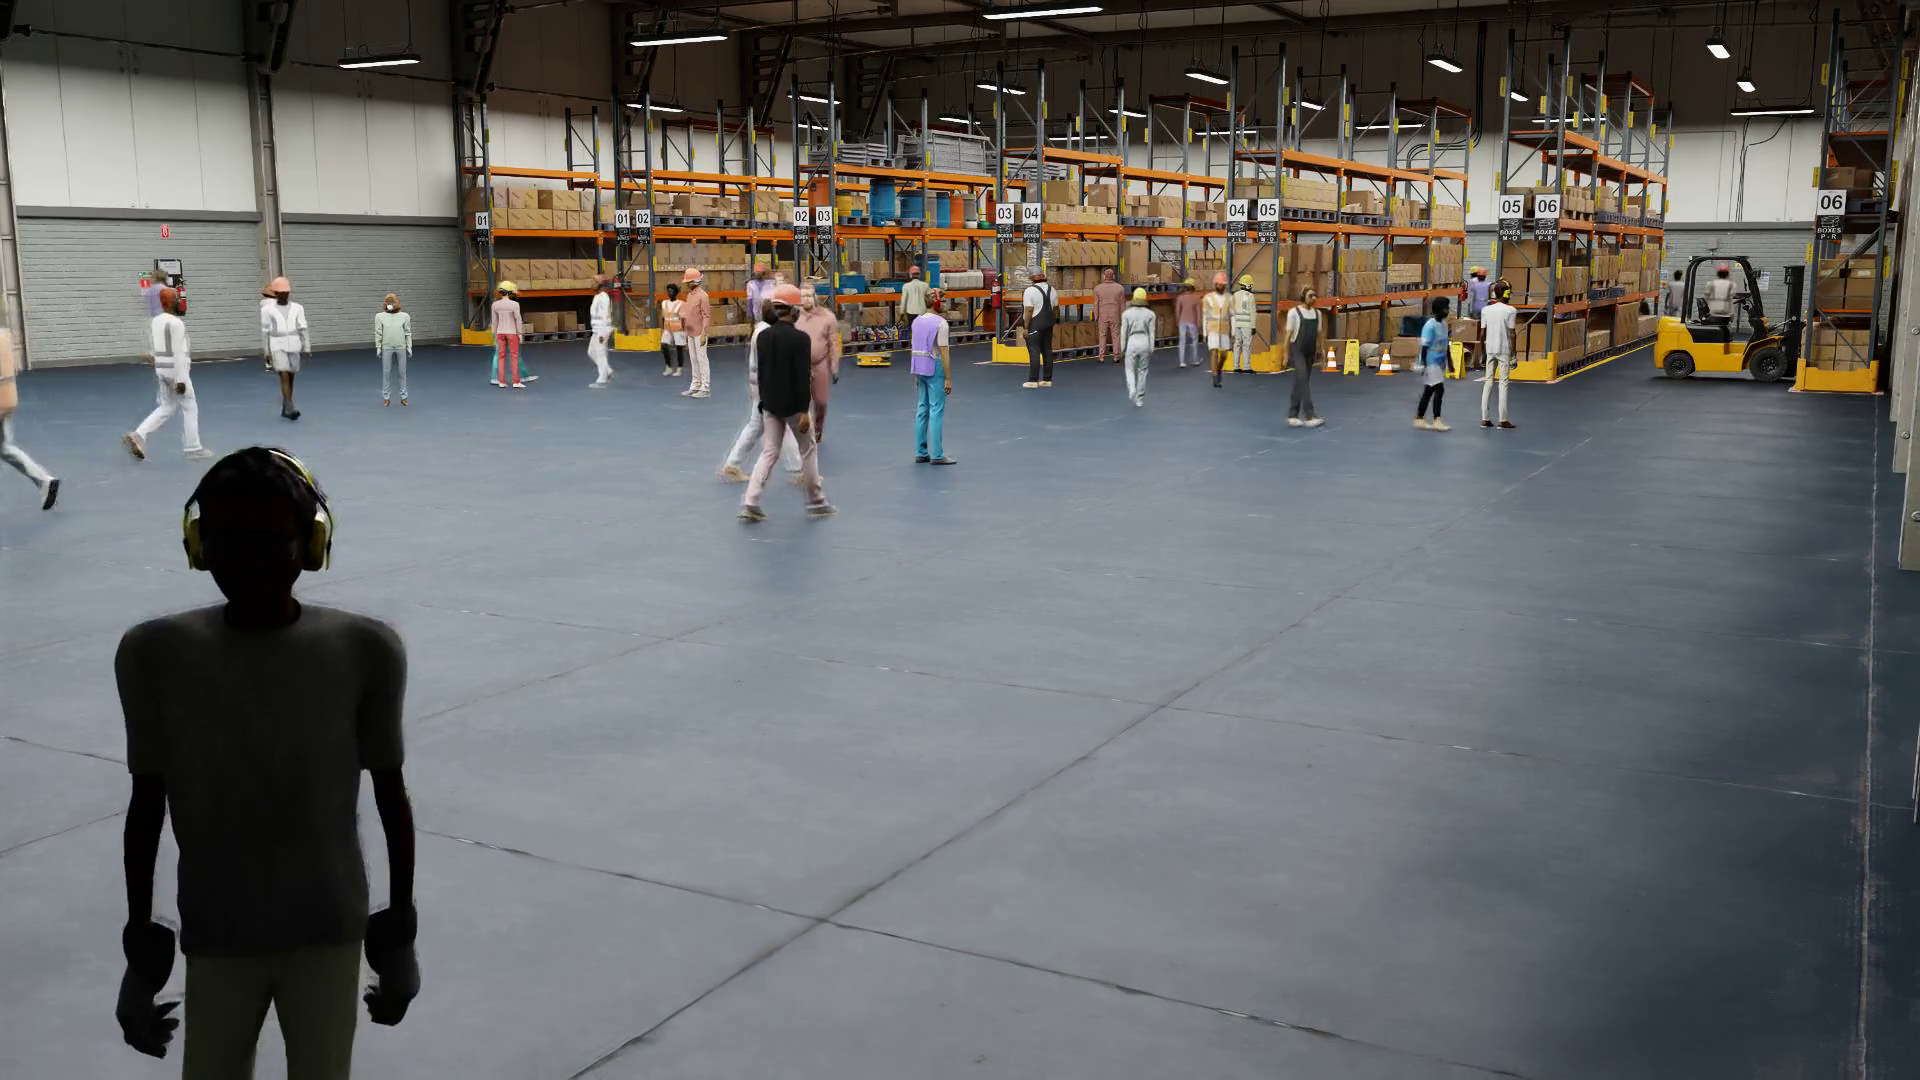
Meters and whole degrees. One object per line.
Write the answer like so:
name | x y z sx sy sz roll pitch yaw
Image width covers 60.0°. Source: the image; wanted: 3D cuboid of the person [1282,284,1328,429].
person | 4.431 -2.307 21.006 0.545 1.810 0.878 -6 11 -30

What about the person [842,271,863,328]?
person | -2.669 -5.752 41.199 0.612 1.809 0.675 5 11 27

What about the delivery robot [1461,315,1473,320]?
delivery robot | 13.872 -5.934 45.651 0.707 0.478 0.477 0 10 1

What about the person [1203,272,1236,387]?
person | 4.314 -3.518 27.796 0.550 1.919 0.643 -1 10 -3

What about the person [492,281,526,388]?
person | -7.455 -3.382 27.447 0.525 1.769 0.313 2 10 13

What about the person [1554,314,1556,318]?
person | 16.354 -6.451 45.894 0.530 1.590 0.851 -8 13 -41

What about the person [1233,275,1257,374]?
person | 5.258 -3.969 30.683 0.404 1.832 0.599 -6 12 -33

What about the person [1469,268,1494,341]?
person | 12.292 -5.458 39.222 0.561 1.910 0.918 3 10 17

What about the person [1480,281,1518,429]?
person | 6.828 -2.341 21.064 0.327 1.865 0.520 -9 13 -42

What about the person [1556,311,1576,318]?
person | 14.761 -5.678 40.469 0.636 1.911 0.406 3 10 18

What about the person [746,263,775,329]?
person | -4.136 -4.740 34.693 0.686 2.015 0.621 1 10 6

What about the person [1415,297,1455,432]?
person | 5.958 -2.175 20.625 0.676 1.667 0.553 7 12 34

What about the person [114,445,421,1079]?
person | -1.282 0.732 3.108 0.536 1.853 0.558 -2 10 -13

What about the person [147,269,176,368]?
person | -15.015 -4.130 31.365 0.632 1.924 0.499 9 13 42

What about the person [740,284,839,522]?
person | -1.429 -1.118 13.651 0.633 1.959 0.923 8 12 39

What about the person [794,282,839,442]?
person | -1.694 -1.955 18.736 0.652 1.885 0.770 -1 10 -5

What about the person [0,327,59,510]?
person | -8.035 -1.135 13.866 0.733 1.907 0.629 -1 10 -6

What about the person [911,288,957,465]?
person | -0.304 -1.703 17.380 0.372 1.843 0.570 -7 12 -37

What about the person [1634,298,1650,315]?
person | 17.941 -6.251 43.902 0.912 1.891 0.589 9 13 44

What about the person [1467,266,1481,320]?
person | 14.599 -6.793 47.075 0.667 1.884 0.653 -7 12 -37

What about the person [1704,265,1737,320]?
person | 16.554 -5.000 36.276 0.621 1.976 1.077 4 10 21

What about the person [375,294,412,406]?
person | -8.238 -2.765 24.220 0.503 1.631 0.283 -4 10 -22

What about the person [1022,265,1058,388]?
person | 1.266 -3.551 27.630 0.681 2.000 0.536 -8 13 -39

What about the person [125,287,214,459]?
person | -8.443 -1.754 17.676 0.577 1.858 0.826 7 12 35

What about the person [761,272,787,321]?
person | -3.135 -3.699 28.940 0.647 1.892 0.442 -3 10 -18

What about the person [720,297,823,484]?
person | -1.845 -1.418 15.875 0.957 1.802 0.633 -2 10 -10

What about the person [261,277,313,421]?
person | -8.965 -2.541 22.161 0.562 1.885 0.984 -7 12 -37

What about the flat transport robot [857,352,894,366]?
flat transport robot | -1.681 -3.616 33.183 0.652 0.197 1.431 0 10 1

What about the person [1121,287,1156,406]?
person | 2.578 -2.784 24.048 0.498 1.728 0.473 1 10 5

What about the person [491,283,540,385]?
person | -7.595 -3.489 28.202 0.899 1.710 0.516 -8 13 -40

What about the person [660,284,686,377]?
person | -5.168 -3.753 29.842 0.553 1.675 0.545 4 11 23

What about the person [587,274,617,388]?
person | -5.936 -3.431 27.399 0.395 1.876 0.613 -4 11 -24

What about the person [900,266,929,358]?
person | -0.991 -4.880 35.664 0.648 1.953 0.904 -3 10 -18

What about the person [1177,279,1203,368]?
person | 4.516 -4.244 32.591 0.547 1.717 0.877 5 11 27

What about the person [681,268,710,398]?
person | -4.082 -3.193 25.695 0.392 1.986 0.610 -7 12 -35

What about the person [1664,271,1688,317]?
person | 17.867 -5.802 41.482 0.544 1.822 0.995 4 10 21

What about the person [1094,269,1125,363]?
person | 3.037 -4.550 33.860 0.643 1.912 0.410 0 10 3

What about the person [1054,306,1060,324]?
person | 3.025 -7.899 53.388 0.375 1.939 0.546 6 12 34

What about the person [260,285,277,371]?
person | -13.036 -4.009 31.508 0.498 1.632 0.285 6 11 31

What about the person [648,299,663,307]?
person | -7.894 -6.188 43.441 0.628 1.910 0.990 9 14 44
